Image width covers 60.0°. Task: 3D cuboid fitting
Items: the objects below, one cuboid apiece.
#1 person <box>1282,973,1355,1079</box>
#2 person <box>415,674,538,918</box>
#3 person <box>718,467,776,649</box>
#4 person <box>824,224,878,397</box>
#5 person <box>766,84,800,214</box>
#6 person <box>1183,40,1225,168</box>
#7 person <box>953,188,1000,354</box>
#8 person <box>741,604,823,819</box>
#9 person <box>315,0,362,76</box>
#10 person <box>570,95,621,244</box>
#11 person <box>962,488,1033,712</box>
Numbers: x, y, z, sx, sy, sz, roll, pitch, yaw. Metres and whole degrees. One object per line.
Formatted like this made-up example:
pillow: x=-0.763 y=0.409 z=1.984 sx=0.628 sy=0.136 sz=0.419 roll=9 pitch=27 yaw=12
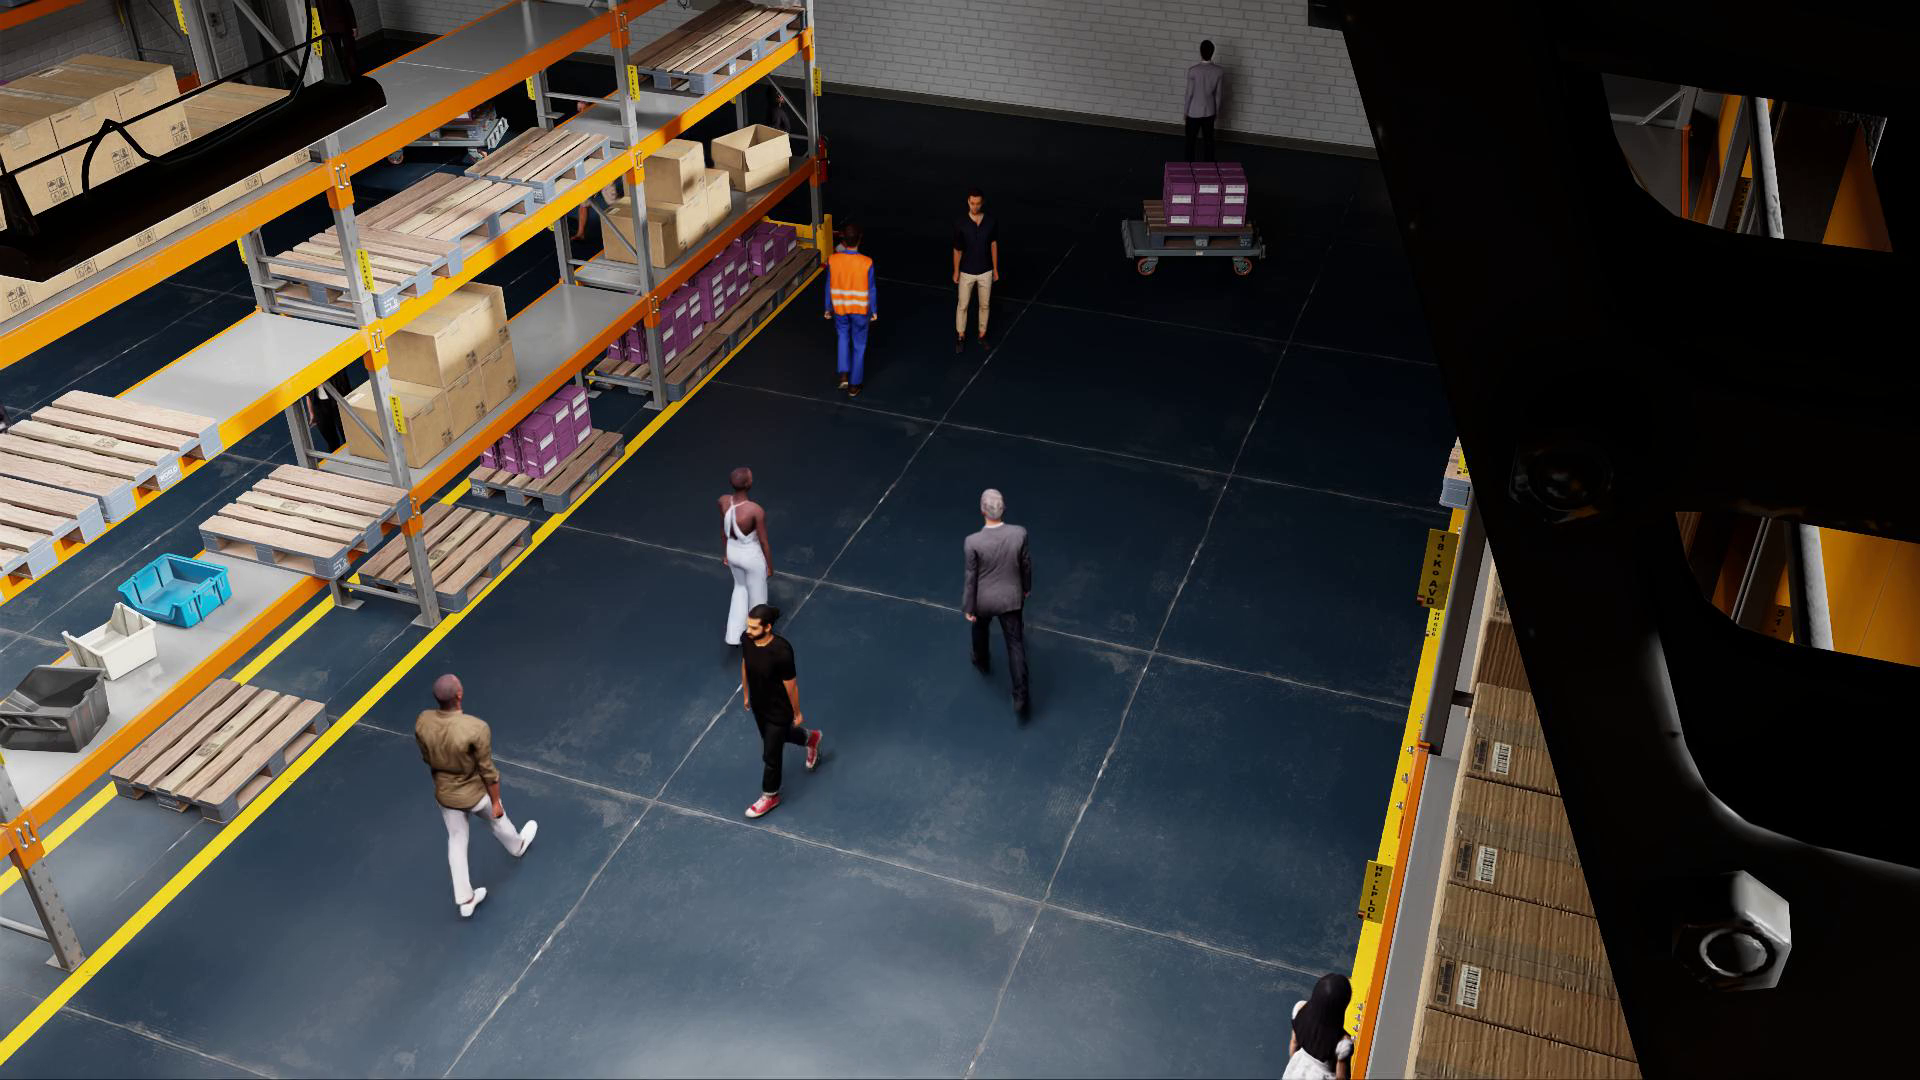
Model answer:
person: x=1.916 y=3.003 z=9.006 sx=0.812 sy=1.769 sz=0.781 roll=-22 pitch=40 yaw=-30
person: x=-3.286 y=1.721 z=10.914 sx=0.838 sy=1.792 sz=1.117 roll=7 pitch=34 yaw=11
person: x=-1.742 y=0.230 z=13.173 sx=0.651 sy=1.775 sz=0.757 roll=16 pitch=37 yaw=22
person: x=-1.121 y=-2.285 z=16.885 sx=0.776 sy=1.854 sz=0.818 roll=5 pitch=34 yaw=8
person: x=-2.386 y=-4.908 z=20.984 sx=0.925 sy=1.685 sz=0.898 roll=-11 pitch=35 yaw=-16
person: x=3.188 y=-5.660 z=21.970 sx=0.756 sy=1.848 sz=0.772 roll=-8 pitch=34 yaw=-11
person: x=0.166 y=-2.899 z=17.809 sx=0.726 sy=1.854 sz=0.718 roll=-6 pitch=34 yaw=-9
person: x=-1.270 y=1.133 z=11.854 sx=0.888 sy=1.731 sz=1.154 roll=26 pitch=42 yaw=34
person: x=-9.363 y=-7.724 z=25.060 sx=0.768 sy=1.862 sz=0.734 roll=-2 pitch=34 yaw=-3
person: x=-4.372 y=-4.566 z=20.346 sx=0.790 sy=1.823 sz=1.194 roll=19 pitch=38 yaw=26
person: x=0.313 y=0.491 z=12.763 sx=1.198 sy=1.795 sz=1.358 roll=-7 pitch=34 yaw=-11
